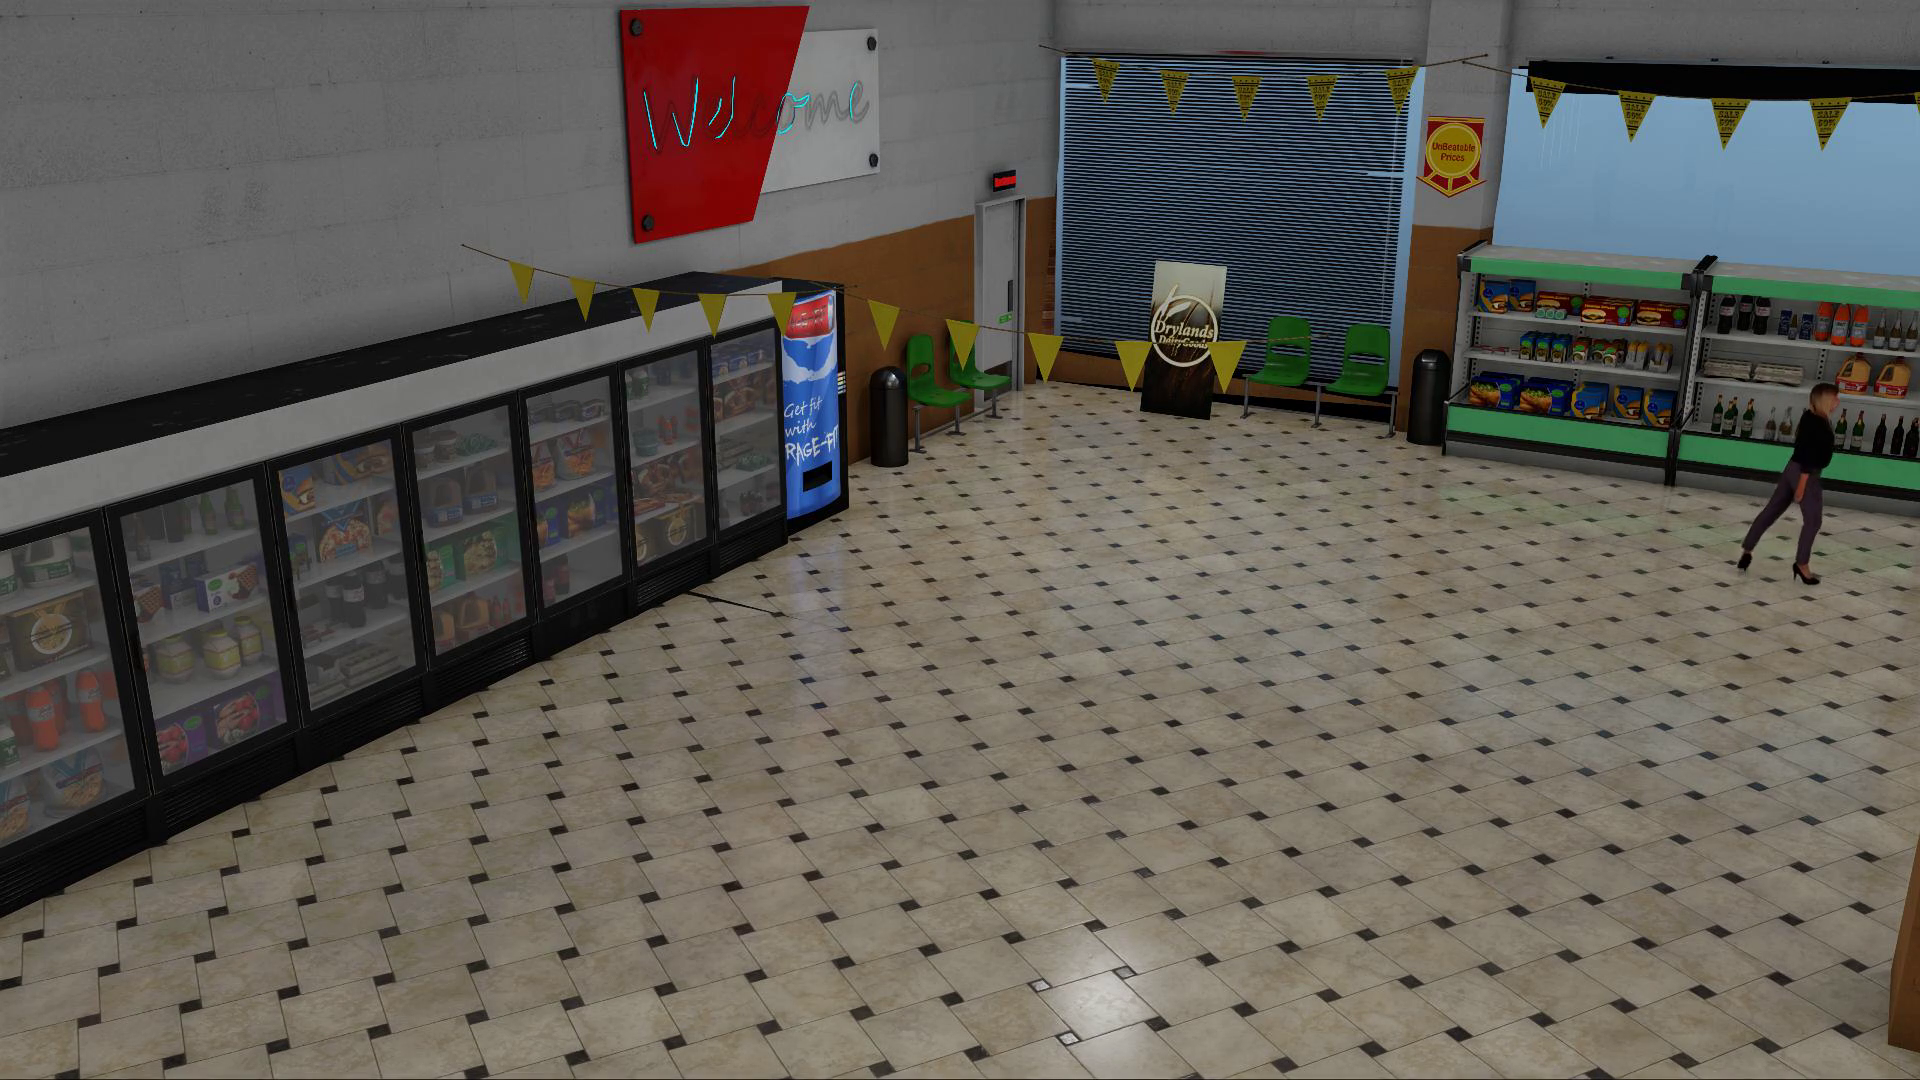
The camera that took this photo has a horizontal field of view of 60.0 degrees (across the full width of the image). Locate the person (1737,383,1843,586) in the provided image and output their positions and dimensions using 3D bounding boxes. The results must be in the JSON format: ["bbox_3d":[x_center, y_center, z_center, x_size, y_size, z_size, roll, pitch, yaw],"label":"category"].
[{"bbox_3d":[6.669,-0.452,13.356,0.893,1.636,0.802,0,19,1],"label":"person"}]
